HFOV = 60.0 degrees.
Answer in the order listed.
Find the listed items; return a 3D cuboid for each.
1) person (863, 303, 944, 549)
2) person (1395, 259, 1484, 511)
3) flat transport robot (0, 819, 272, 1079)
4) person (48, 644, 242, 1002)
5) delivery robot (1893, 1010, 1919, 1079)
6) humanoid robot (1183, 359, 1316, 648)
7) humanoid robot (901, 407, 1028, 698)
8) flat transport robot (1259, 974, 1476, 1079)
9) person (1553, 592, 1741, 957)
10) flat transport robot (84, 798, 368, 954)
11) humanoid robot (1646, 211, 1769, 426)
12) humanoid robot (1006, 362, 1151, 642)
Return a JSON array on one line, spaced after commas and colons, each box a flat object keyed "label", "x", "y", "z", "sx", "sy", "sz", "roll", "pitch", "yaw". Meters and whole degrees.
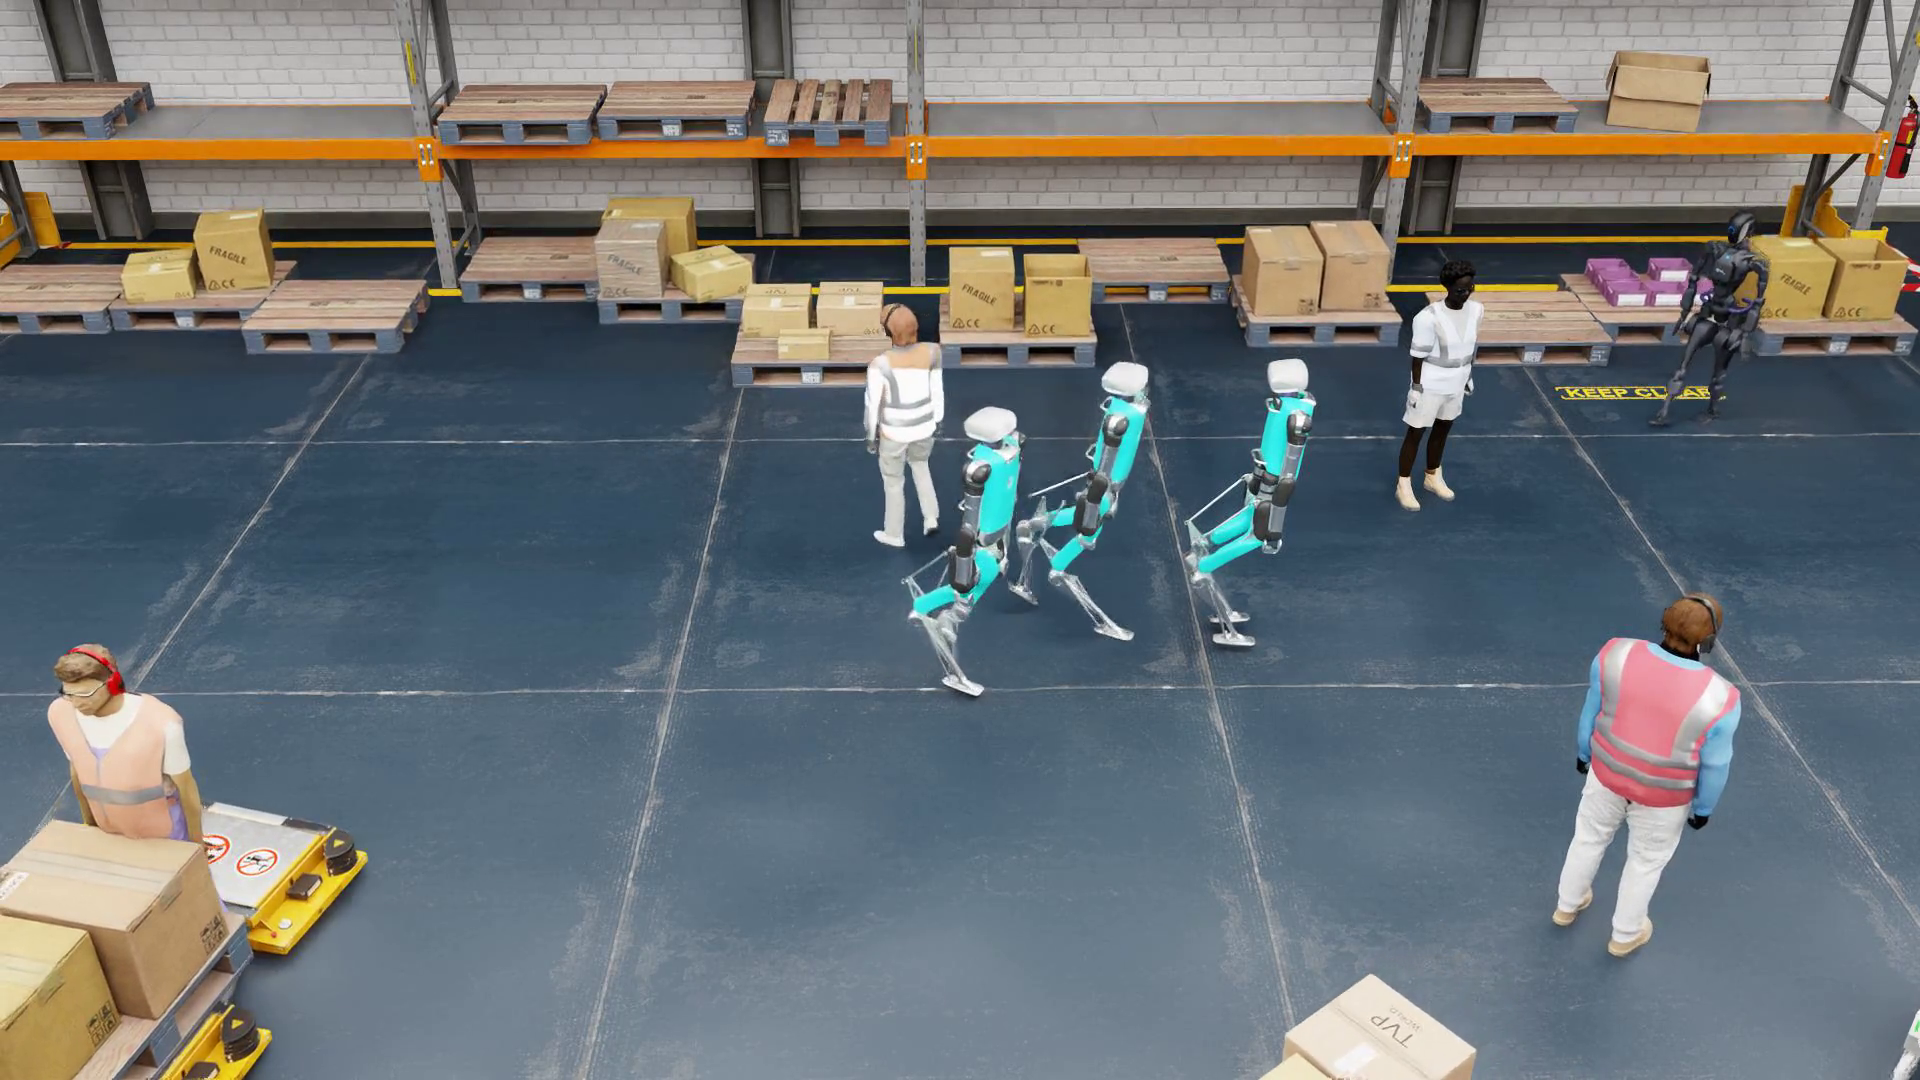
[{"label": "person", "x": -0.338, "y": -0.677, "z": 10.211, "sx": 0.554, "sy": 1.629, "sz": 0.361, "roll": -16, "pitch": 34, "yaw": -24}, {"label": "person", "x": 3.091, "y": -1.004, "z": 10.695, "sx": 0.536, "sy": 1.696, "sz": 0.318, "roll": -15, "pitch": 34, "yaw": -23}, {"label": "flat transport robot", "x": -3.673, "y": 2.132, "z": 6.862, "sx": 1.431, "sy": 0.231, "sz": 0.659, "roll": 7, "pitch": 32, "yaw": 11}, {"label": "person", "x": -3.381, "y": 1.178, "z": 6.929, "sx": 0.564, "sy": 1.835, "sz": 0.378, "roll": 6, "pitch": 31, "yaw": 9}, {"label": "delivery robot", "x": 4.216, "y": 1.977, "z": 6.840, "sx": 0.789, "sy": 0.593, "sz": 0.499, "roll": -23, "pitch": 38, "yaw": -33}, {"label": "humanoid robot", "x": 1.526, "y": -0.190, "z": 9.211, "sx": 0.731, "sy": 1.704, "sz": 0.530, "roll": -1, "pitch": 31, "yaw": -1}, {"label": "humanoid robot", "x": -0.031, "y": 0.132, "z": 8.859, "sx": 0.702, "sy": 1.888, "sz": 0.542, "roll": 16, "pitch": 34, "yaw": 24}, {"label": "flat transport robot", "x": 1.548, "y": 2.587, "z": 6.104, "sx": 1.431, "sy": 0.231, "sz": 0.659, "roll": -22, "pitch": 38, "yaw": -32}, {"label": "person", "x": 2.960, "y": 1.021, "z": 7.197, "sx": 0.635, "sy": 1.834, "sz": 0.430, "roll": 25, "pitch": 39, "yaw": 35}, {"label": "flat transport robot", "x": -3.613, "y": 1.539, "z": 7.850, "sx": 1.431, "sy": 0.231, "sz": 0.659, "roll": 8, "pitch": 32, "yaw": 14}, {"label": "humanoid robot", "x": 5.255, "y": -1.498, "z": 11.570, "sx": 0.745, "sy": 1.633, "sz": 0.600, "roll": -21, "pitch": 37, "yaw": -31}, {"label": "humanoid robot", "x": 0.543, "y": -0.234, "z": 9.403, "sx": 0.987, "sy": 1.756, "sz": 0.536, "roll": 12, "pitch": 33, "yaw": 19}]
